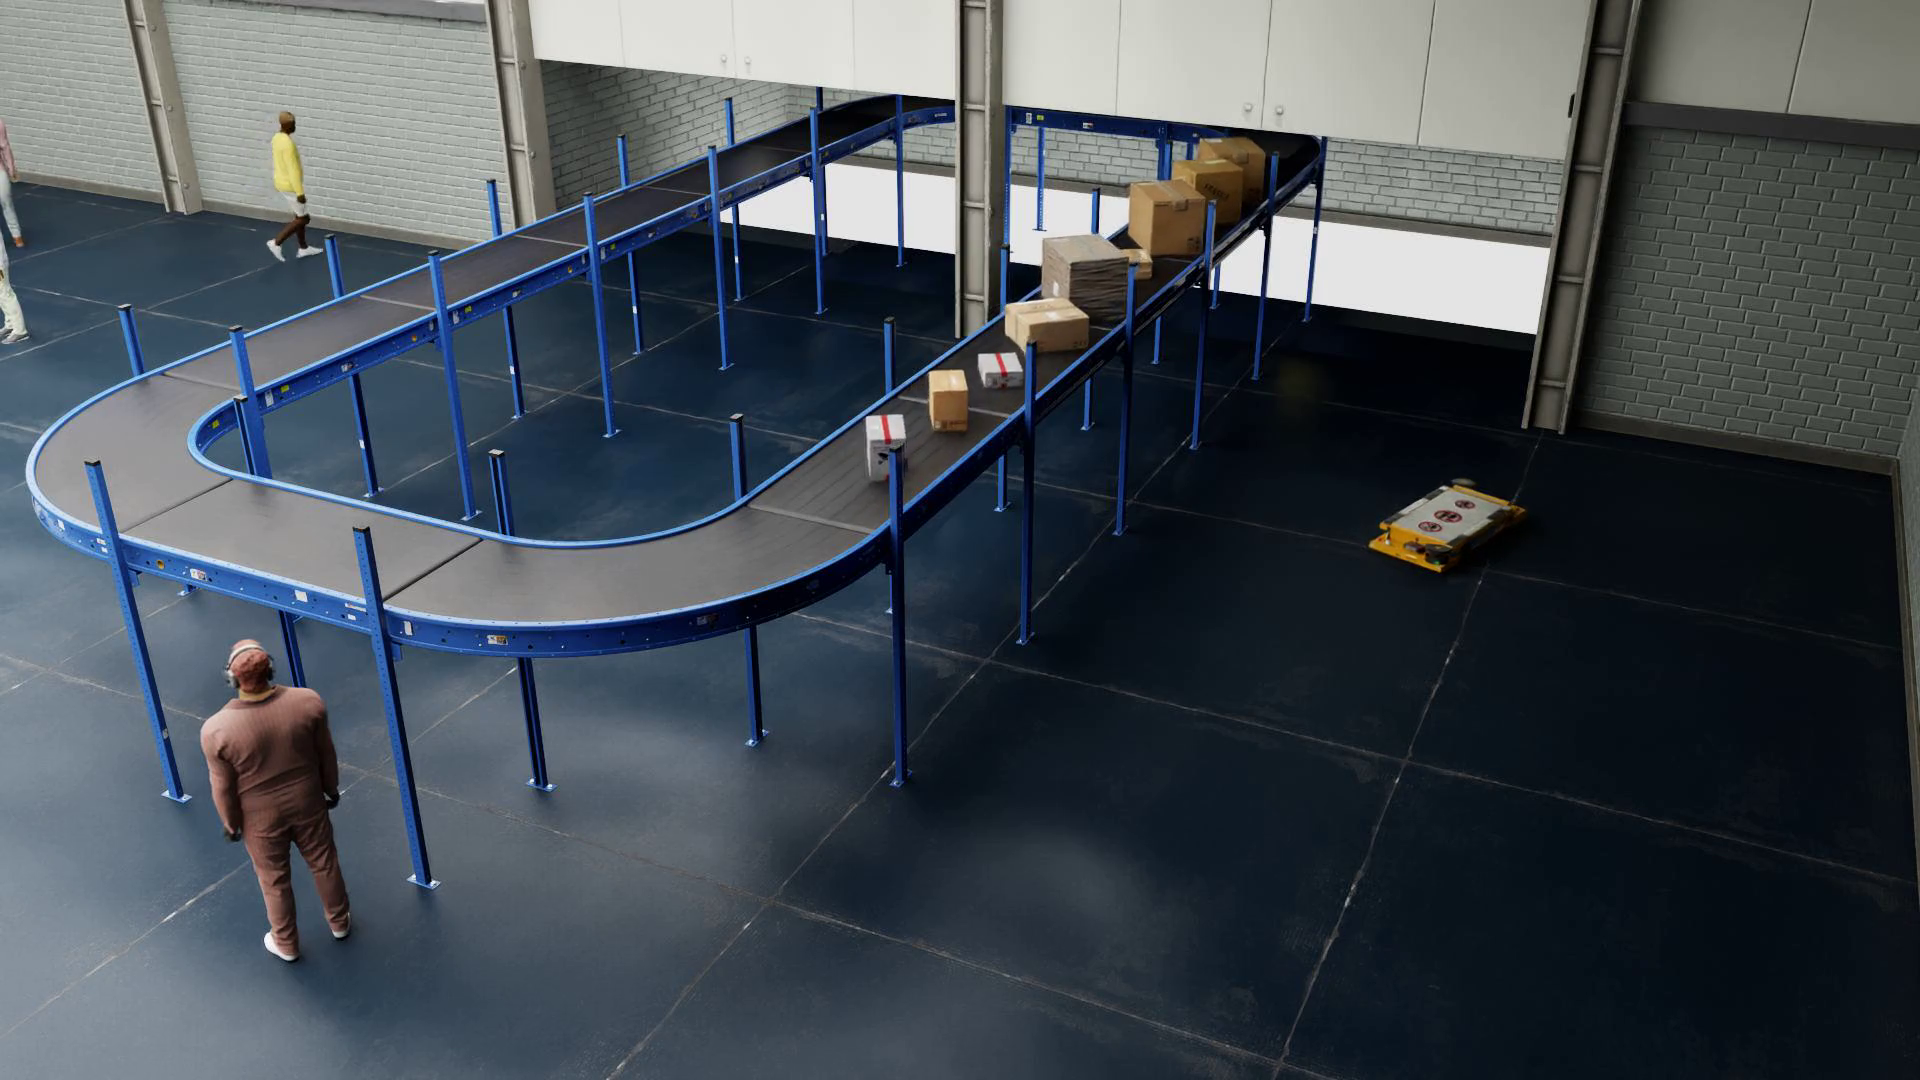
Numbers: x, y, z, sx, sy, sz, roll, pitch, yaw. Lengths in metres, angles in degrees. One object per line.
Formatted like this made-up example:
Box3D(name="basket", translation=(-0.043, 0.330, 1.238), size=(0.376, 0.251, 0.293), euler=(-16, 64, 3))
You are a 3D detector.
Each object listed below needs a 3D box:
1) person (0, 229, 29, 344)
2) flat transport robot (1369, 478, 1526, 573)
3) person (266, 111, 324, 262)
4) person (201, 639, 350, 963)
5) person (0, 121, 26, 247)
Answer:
Box3D(name="person", translation=(-10.385, -2.980, 17.811), size=(0.336, 1.748, 0.565), euler=(-20, 33, -35))
Box3D(name="flat transport robot", translation=(4.045, -0.128, 13.735), size=(0.659, 0.231, 1.431), euler=(23, 34, 38))
Box3D(name="person", translation=(-8.263, -4.319, 20.384), size=(0.624, 1.869, 0.588), euler=(-15, 30, -28))
Box3D(name="person", translation=(-3.619, 1.383, 8.849), size=(0.643, 1.907, 0.412), euler=(-20, 32, -34))
Box3D(name="person", translation=(-12.216, -4.617, 20.911), size=(0.630, 1.934, 0.371), euler=(-17, 31, -30))
